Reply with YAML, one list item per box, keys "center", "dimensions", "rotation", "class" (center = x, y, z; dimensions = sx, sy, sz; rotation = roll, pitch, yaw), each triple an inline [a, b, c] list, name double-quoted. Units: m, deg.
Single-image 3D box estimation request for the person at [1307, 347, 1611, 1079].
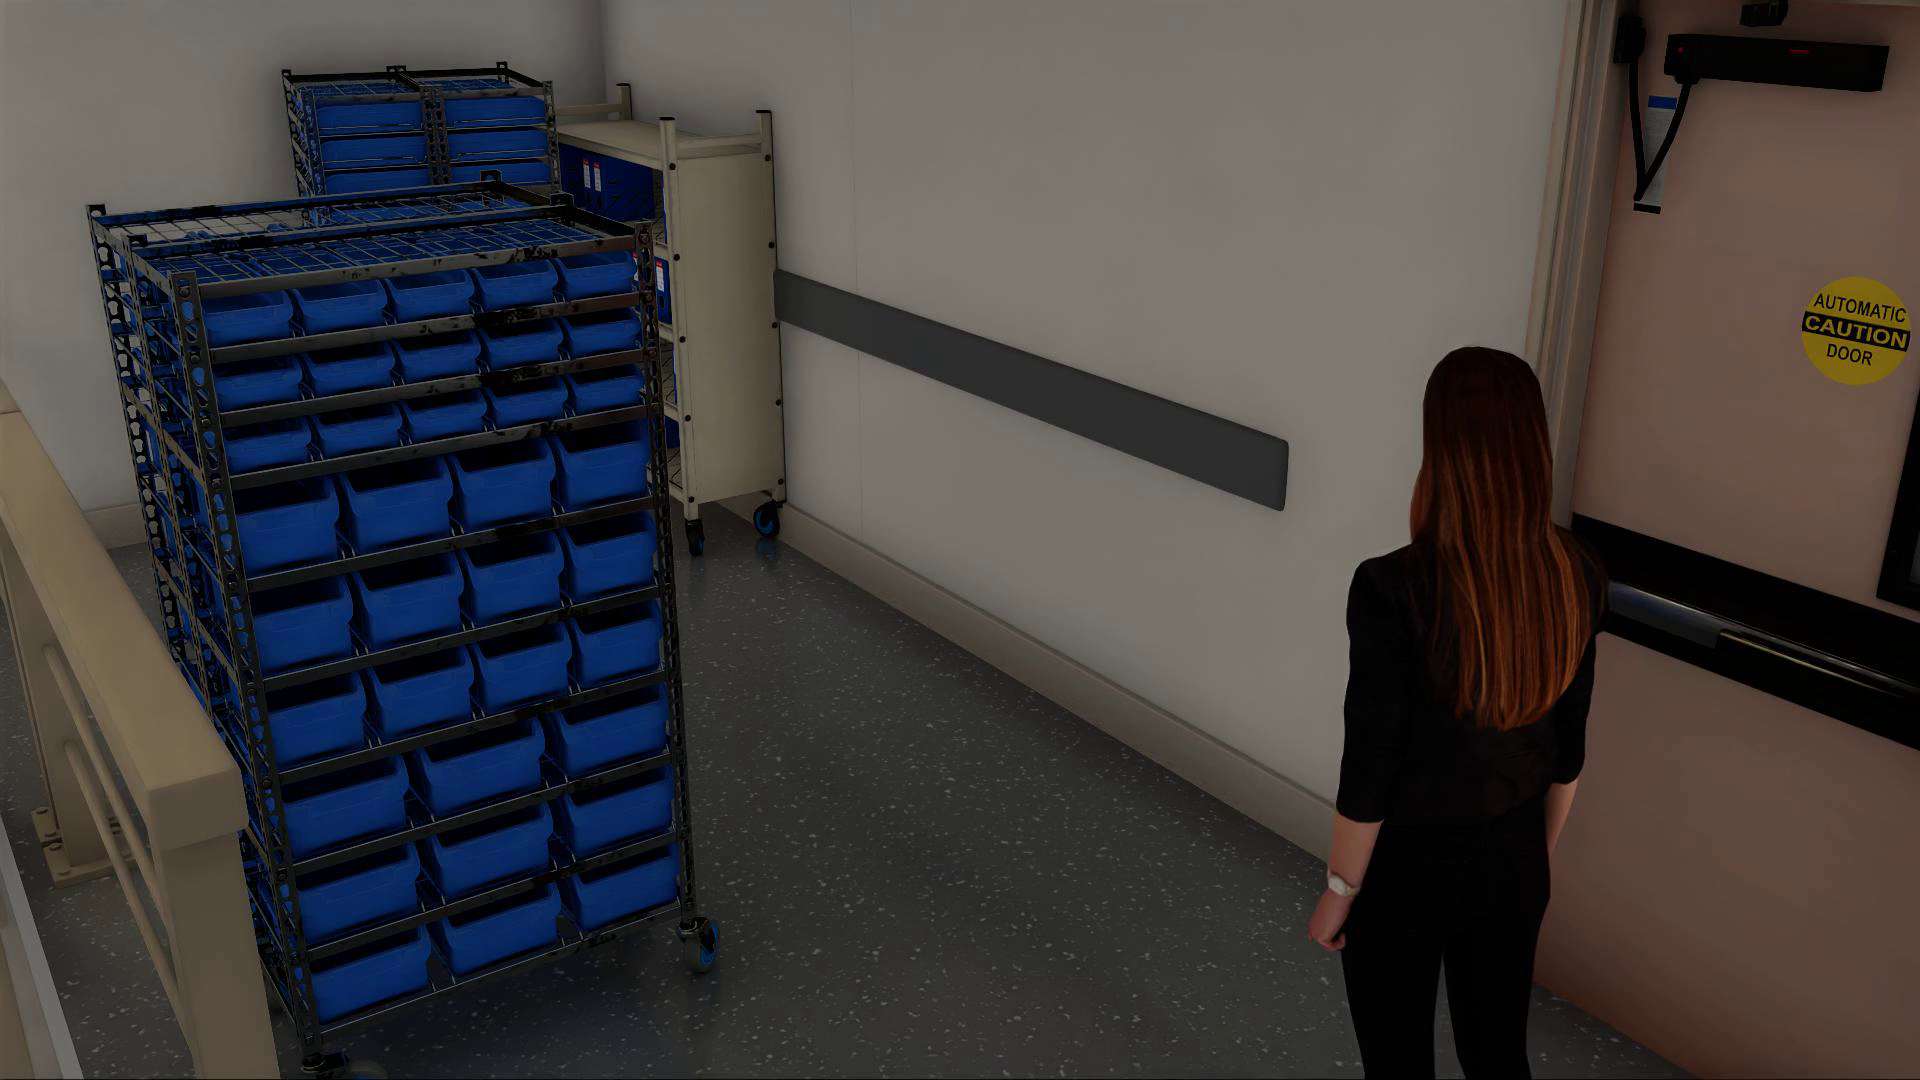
- center: [0.795, 0.534, 2.679]
  dimensions: [0.665, 1.705, 0.637]
  rotation: [-6, 21, -15]
  class: "person"
